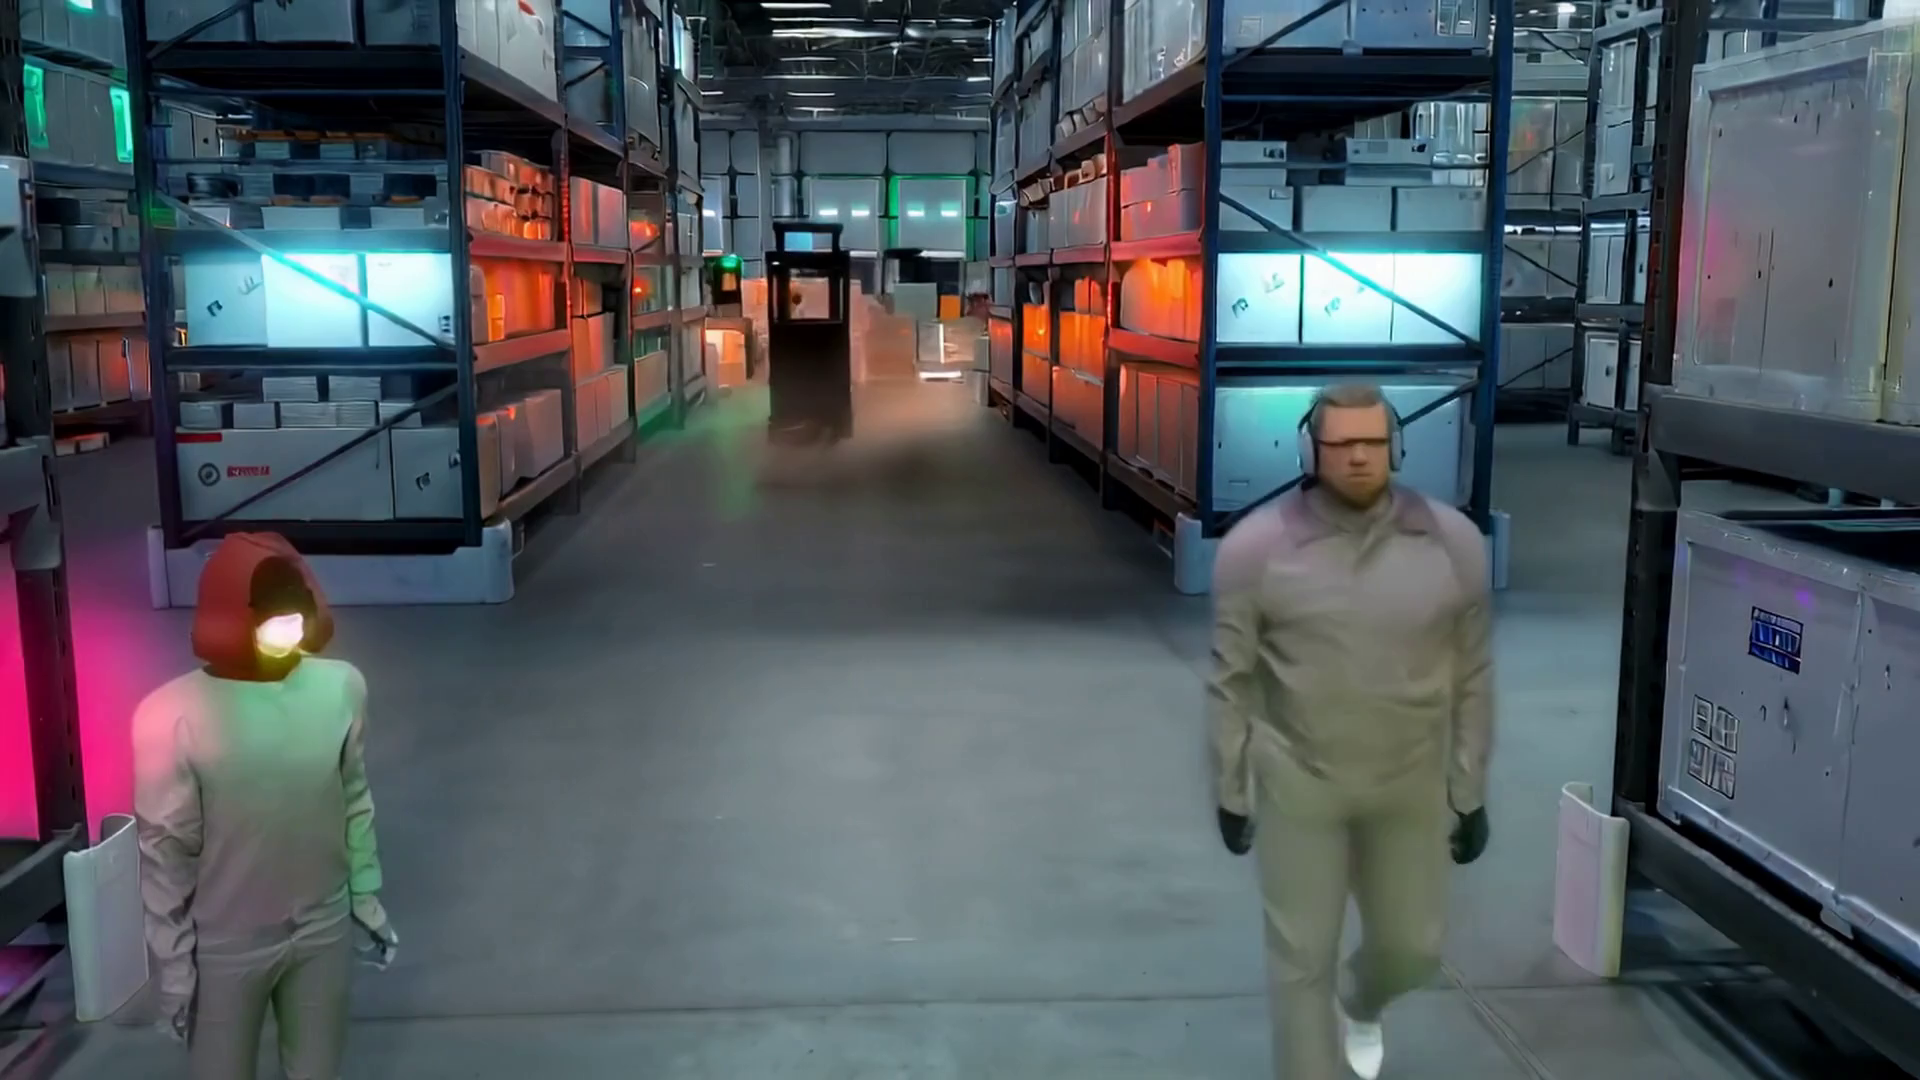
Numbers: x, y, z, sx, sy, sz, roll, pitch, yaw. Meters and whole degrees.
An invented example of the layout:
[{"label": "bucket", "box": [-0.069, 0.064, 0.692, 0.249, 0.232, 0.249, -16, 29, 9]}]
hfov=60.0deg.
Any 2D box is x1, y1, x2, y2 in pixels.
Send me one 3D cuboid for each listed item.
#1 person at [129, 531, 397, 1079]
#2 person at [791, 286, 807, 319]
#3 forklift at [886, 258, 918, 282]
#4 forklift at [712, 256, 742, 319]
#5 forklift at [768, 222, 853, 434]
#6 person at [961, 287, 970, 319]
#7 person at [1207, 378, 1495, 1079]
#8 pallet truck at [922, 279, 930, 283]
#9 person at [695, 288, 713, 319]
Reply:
[{"label": "person", "box": [-1.348, 0.789, 3.276, 0.279, 1.634, 0.499, 6, 11, 34]}, {"label": "person", "box": [-3.157, -3.821, 31.372, 0.925, 1.893, 0.573, 0, 9, -1]}, {"label": "forklift", "box": [-1.592, -6.593, 45.730, 1.129, 2.768, 1.873, -1, 9, -4]}, {"label": "forklift", "box": [-8.488, -8.990, 60.777, 1.129, 2.768, 1.873, -1, 9, -4]}, {"label": "forklift", "box": [-2.034, -2.903, 22.556, 1.129, 2.768, 1.873, -1, 9, -4]}, {"label": "person", "box": [0.252, -8.315, 60.300, 0.538, 1.682, 0.535, -1, 9, -9]}, {"label": "person", "box": [0.906, 0.556, 3.928, 0.656, 1.891, 0.671, 1, 9, 3]}, {"label": "pallet truck", "box": [-0.932, -8.922, 63.114, 1.885, 1.965, 0.823, 2, 9, 13]}, {"label": "person", "box": [-5.540, -4.572, 36.182, 1.033, 1.892, 0.647, -3, 10, -20]}]
